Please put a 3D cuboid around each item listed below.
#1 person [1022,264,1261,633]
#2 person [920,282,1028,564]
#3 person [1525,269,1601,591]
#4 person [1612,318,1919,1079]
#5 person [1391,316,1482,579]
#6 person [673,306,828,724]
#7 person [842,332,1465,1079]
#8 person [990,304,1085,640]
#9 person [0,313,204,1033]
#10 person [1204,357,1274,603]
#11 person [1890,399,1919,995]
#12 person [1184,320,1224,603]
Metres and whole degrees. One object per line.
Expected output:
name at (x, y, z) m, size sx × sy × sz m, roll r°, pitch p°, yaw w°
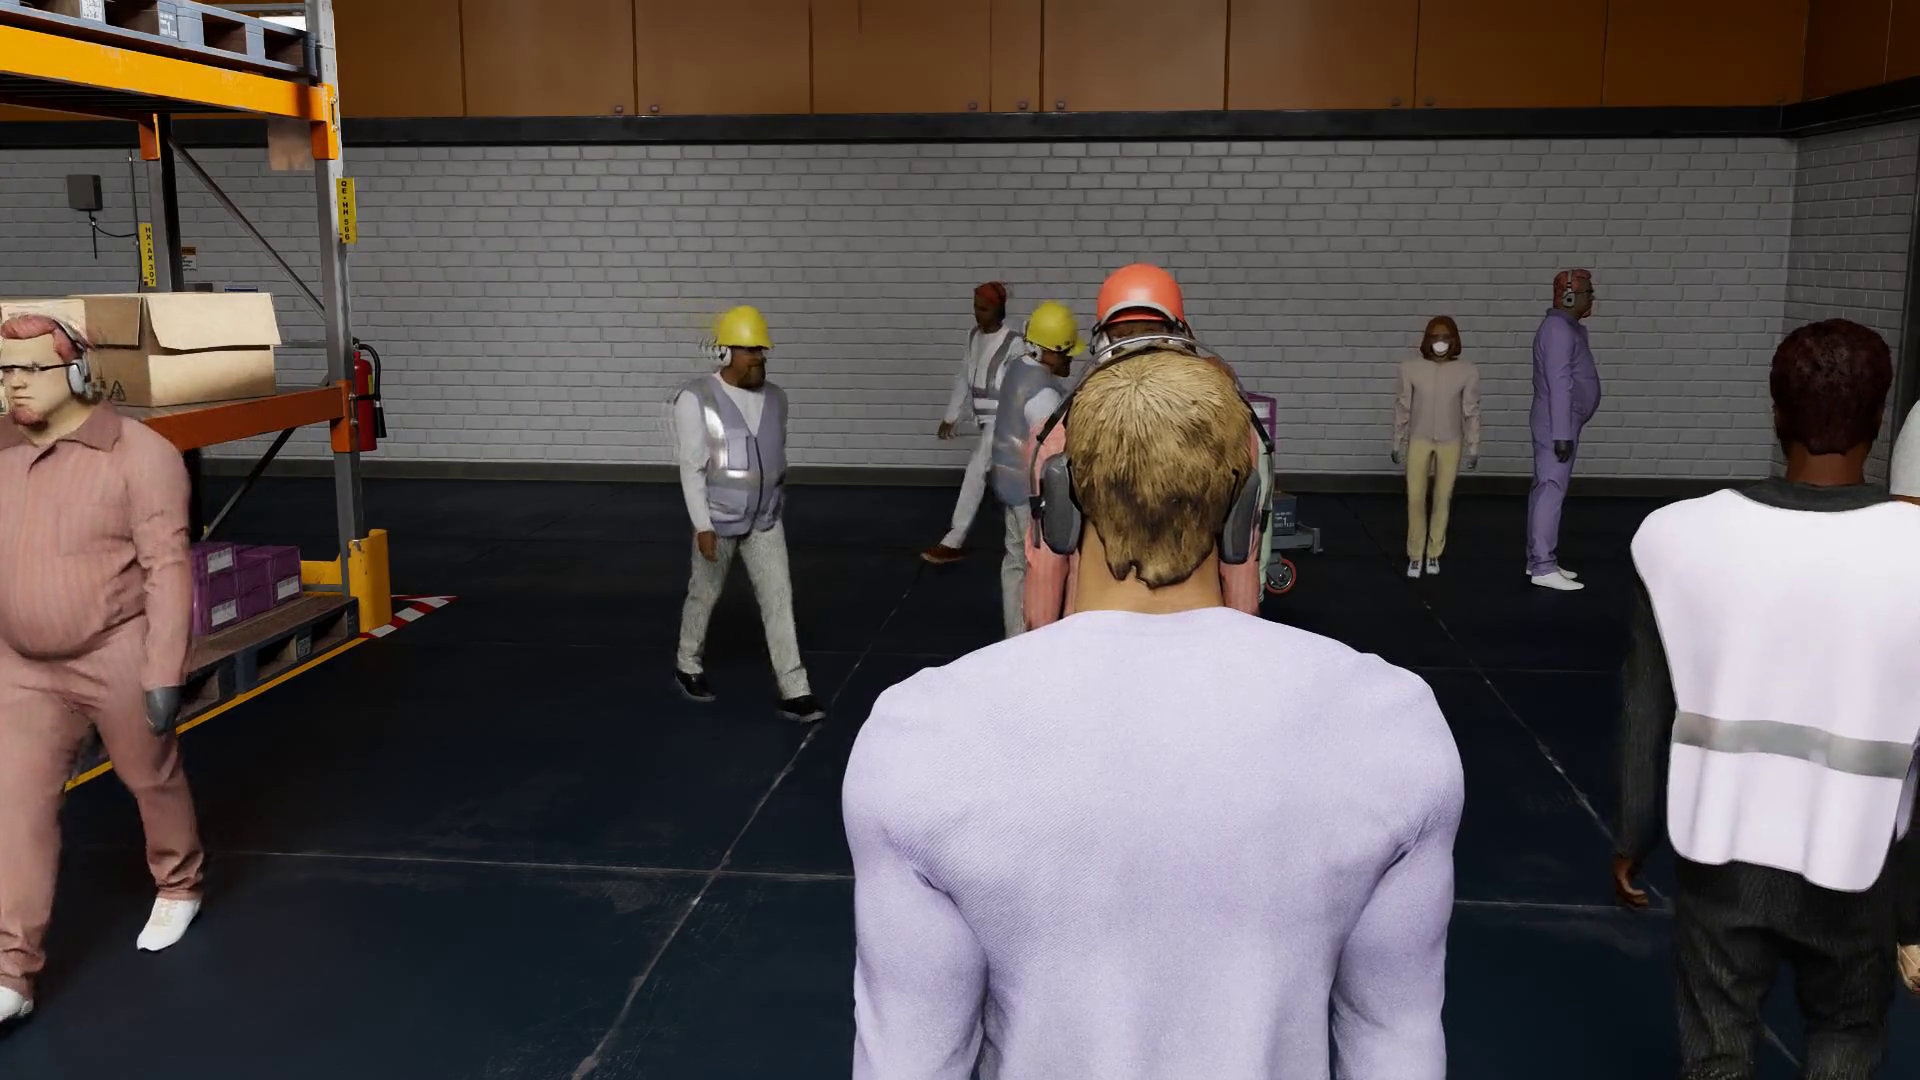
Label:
person at (0.462, 0.293, 4.296) m, size 0.611 × 1.985 × 0.393 m, roll 0°, pitch 10°, yaw -2°
person at (0.247, -0.764, 10.831) m, size 1.035 × 1.827 × 0.586 m, roll -4°, pitch 11°, yaw -22°
person at (3.631, -0.667, 10.014) m, size 0.401 × 1.910 × 0.642 m, roll 3°, pitch 10°, yaw 17°
person at (1.483, 0.561, 2.992) m, size 0.617 × 1.903 × 0.460 m, roll 6°, pitch 11°, yaw 30°
person at (2.920, -0.559, 10.207) m, size 0.529 × 1.607 × 0.645 m, roll 3°, pitch 10°, yaw 15°
person at (-0.974, -0.117, 7.240) m, size 0.591 × 1.789 × 0.943 m, roll -8°, pitch 12°, yaw -37°
person at (0.194, 0.755, 1.782) m, size 0.627 × 1.940 × 0.371 m, roll -1°, pitch 10°, yaw -5°
person at (0.349, -0.215, 7.804) m, size 0.407 × 1.783 × 0.683 m, roll -2°, pitch 10°, yaw -13°
person at (-2.390, 0.323, 4.492) m, size 0.669 × 1.851 × 0.989 m, roll 0°, pitch 10°, yaw 1°
person at (0.928, 0.124, 6.302) m, size 0.497 × 1.626 × 0.288 m, roll 1°, pitch 10°, yaw 4°
person at (2.882, 0.237, 4.454) m, size 0.682 × 2.000 × 0.537 m, roll 0°, pitch 10°, yaw -2°
person at (0.598, 0.233, 5.068) m, size 0.430 × 1.838 × 0.619 m, roll -2°, pitch 10°, yaw -12°
